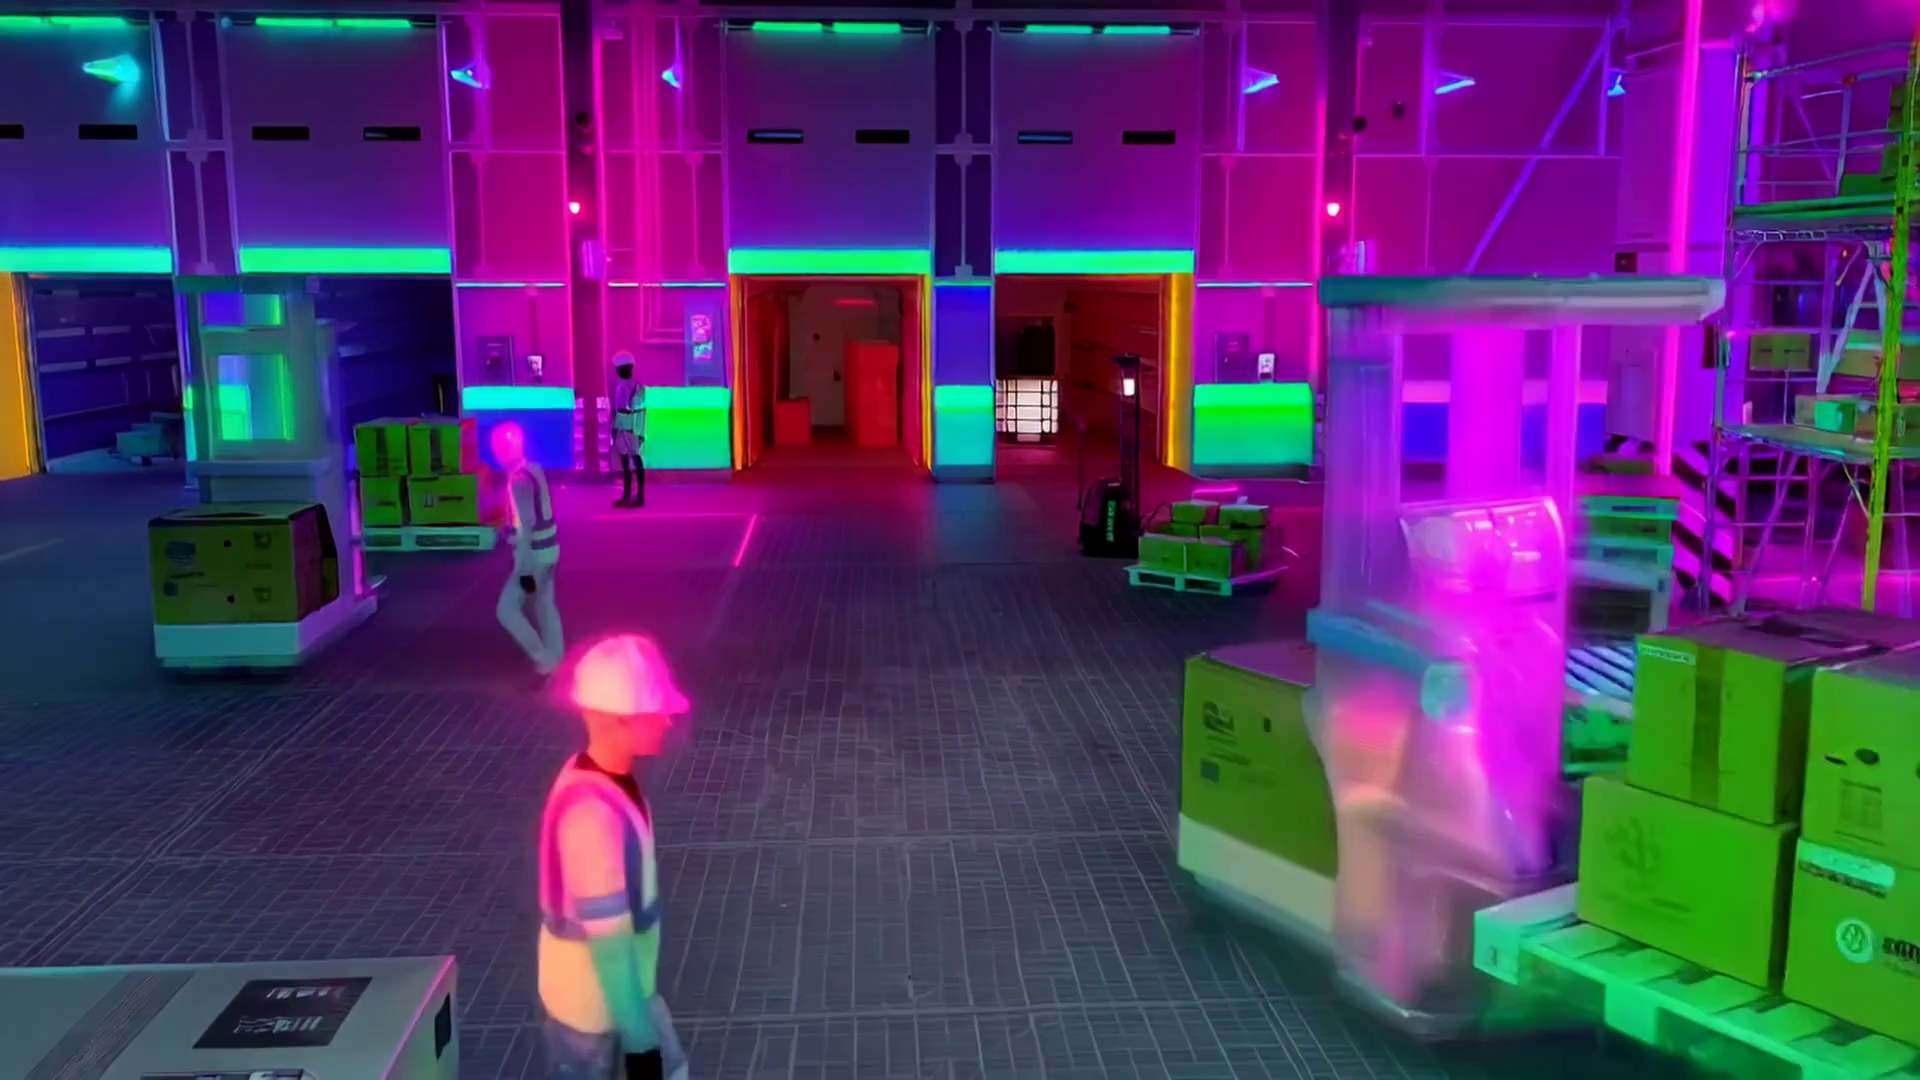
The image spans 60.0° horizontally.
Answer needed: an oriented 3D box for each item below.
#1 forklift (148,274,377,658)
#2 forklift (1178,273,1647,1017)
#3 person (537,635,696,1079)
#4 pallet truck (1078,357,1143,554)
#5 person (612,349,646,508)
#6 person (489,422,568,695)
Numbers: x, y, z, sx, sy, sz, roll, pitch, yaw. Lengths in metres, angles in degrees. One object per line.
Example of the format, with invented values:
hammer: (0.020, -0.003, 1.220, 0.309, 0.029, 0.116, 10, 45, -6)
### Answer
forklift: (-5.348, -0.627, 12.681, 1.129, 2.768, 1.873, -1, 9, -4)
forklift: (1.922, 0.263, 7.094, 1.129, 2.768, 1.873, -6, 11, -32)
person: (-0.840, 1.181, 4.438, 1.004, 1.880, 0.559, -1, 9, -5)
pallet truck: (2.088, -0.836, 16.757, 1.885, 1.965, 0.823, 2, 9, 13)
person: (-4.043, -1.351, 20.219, 0.544, 1.929, 0.386, 8, 12, 42)
person: (-2.865, 0.133, 11.120, 0.435, 1.855, 0.700, 0, 9, 1)
